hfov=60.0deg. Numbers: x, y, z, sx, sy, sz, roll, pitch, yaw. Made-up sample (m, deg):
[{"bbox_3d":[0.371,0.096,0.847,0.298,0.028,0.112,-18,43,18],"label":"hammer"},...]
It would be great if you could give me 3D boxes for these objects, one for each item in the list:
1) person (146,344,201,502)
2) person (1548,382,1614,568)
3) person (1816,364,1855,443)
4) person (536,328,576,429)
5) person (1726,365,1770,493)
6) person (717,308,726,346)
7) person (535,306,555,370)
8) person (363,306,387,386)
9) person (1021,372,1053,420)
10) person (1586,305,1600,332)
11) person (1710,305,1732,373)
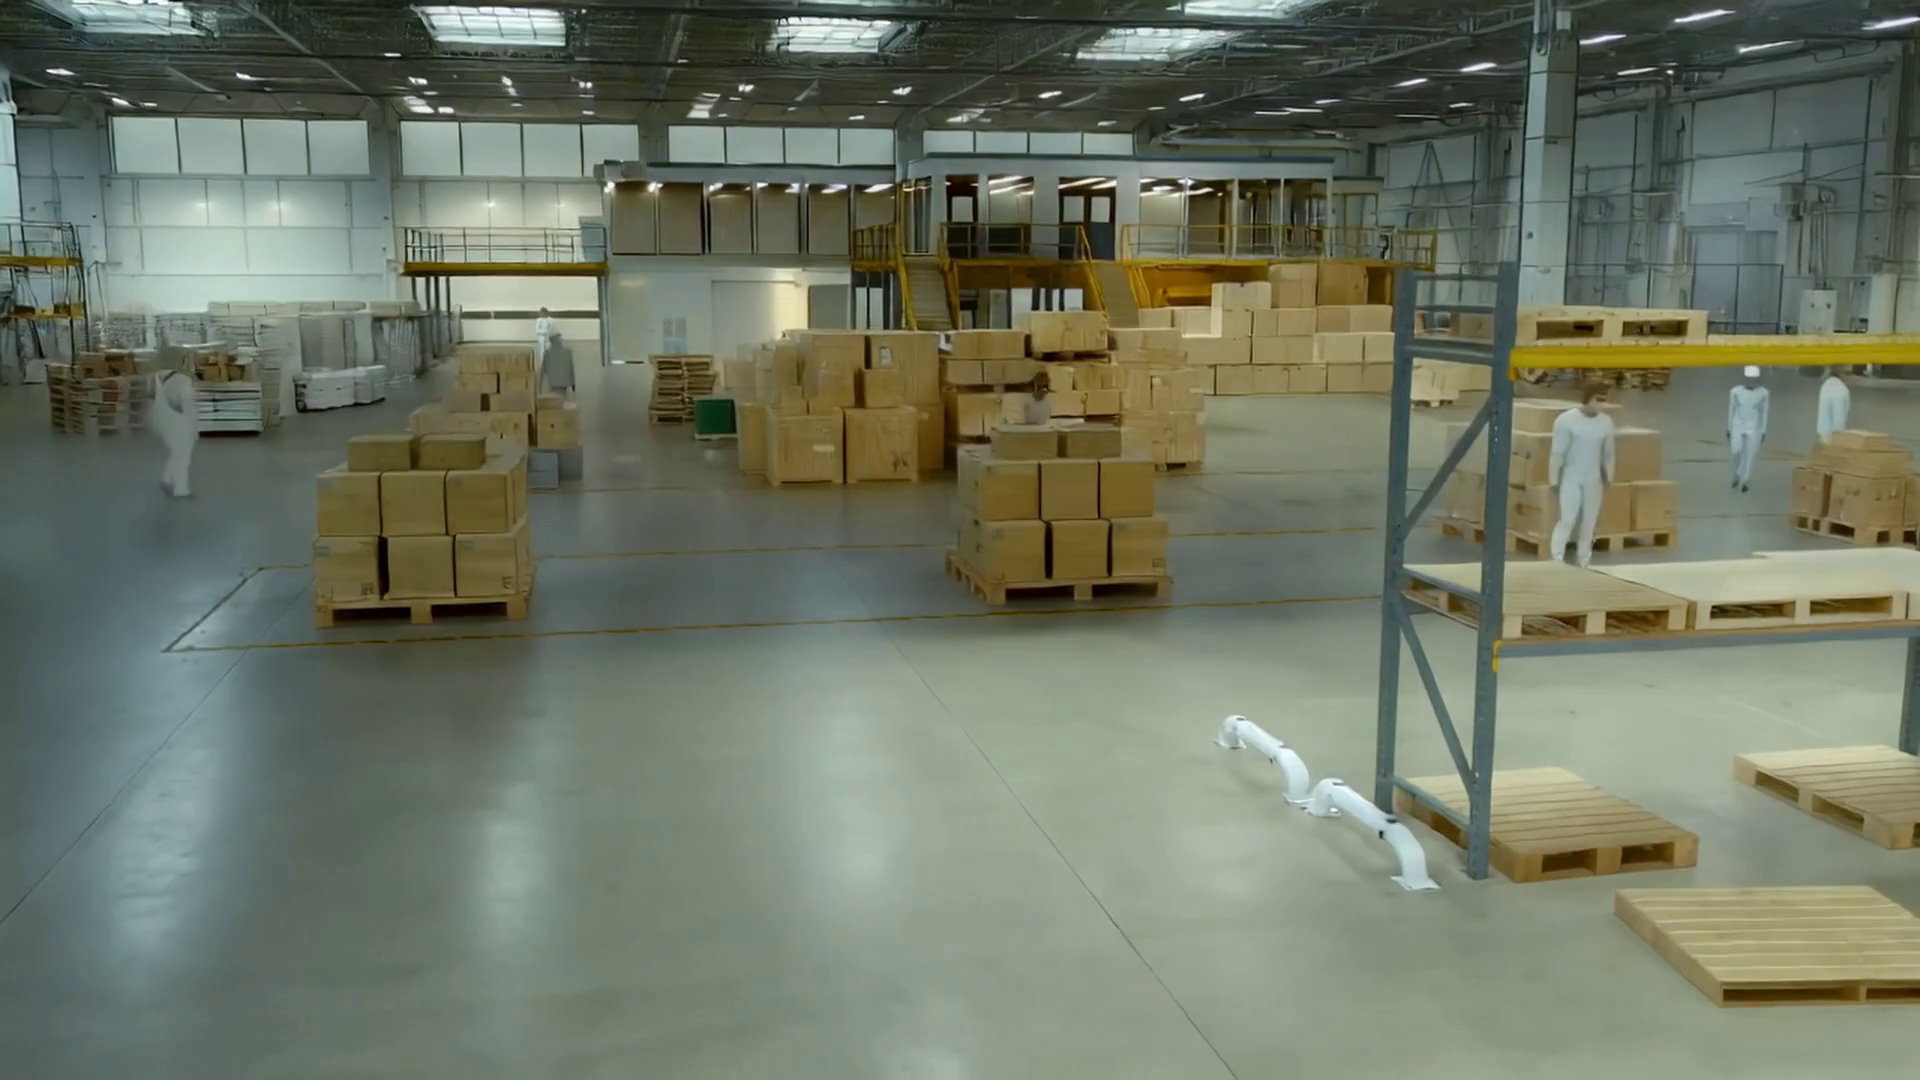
[{"bbox_3d":[-10.018,-1.498,21.308,0.713,2.000,0.539,4,10,24],"label":"person"},{"bbox_3d":[5.914,-0.544,15.840,0.642,1.926,0.425,-2,10,-14],"label":"person"},{"bbox_3d":[10.653,-1.281,20.298,0.353,1.936,0.633,3,10,16],"label":"person"},{"bbox_3d":[-7.113,-2.747,29.225,1.008,1.935,0.620,5,11,29],"label":"person"},{"bbox_3d":[10.469,-1.480,22.117,0.511,1.727,0.353,4,10,24],"label":"person"},{"bbox_3d":[-7.780,-7.002,55.370,0.658,1.872,0.936,9,13,42],"label":"person"},{"bbox_3d":[-12.145,-5.908,48.666,0.584,1.882,0.337,0,9,2],"label":"person"},{"bbox_3d":[-14.742,-4.887,41.988,0.605,2.034,0.397,5,10,26],"label":"person"},{"bbox_3d":[0.857,-0.986,18.781,0.735,1.849,0.522,8,12,40],"label":"person"},{"bbox_3d":[18.039,-5.686,47.149,0.545,1.938,0.359,1,9,5],"label":"person"},{"bbox_3d":[21.592,-5.699,47.197,0.608,1.948,0.389,8,12,40],"label":"person"}]
